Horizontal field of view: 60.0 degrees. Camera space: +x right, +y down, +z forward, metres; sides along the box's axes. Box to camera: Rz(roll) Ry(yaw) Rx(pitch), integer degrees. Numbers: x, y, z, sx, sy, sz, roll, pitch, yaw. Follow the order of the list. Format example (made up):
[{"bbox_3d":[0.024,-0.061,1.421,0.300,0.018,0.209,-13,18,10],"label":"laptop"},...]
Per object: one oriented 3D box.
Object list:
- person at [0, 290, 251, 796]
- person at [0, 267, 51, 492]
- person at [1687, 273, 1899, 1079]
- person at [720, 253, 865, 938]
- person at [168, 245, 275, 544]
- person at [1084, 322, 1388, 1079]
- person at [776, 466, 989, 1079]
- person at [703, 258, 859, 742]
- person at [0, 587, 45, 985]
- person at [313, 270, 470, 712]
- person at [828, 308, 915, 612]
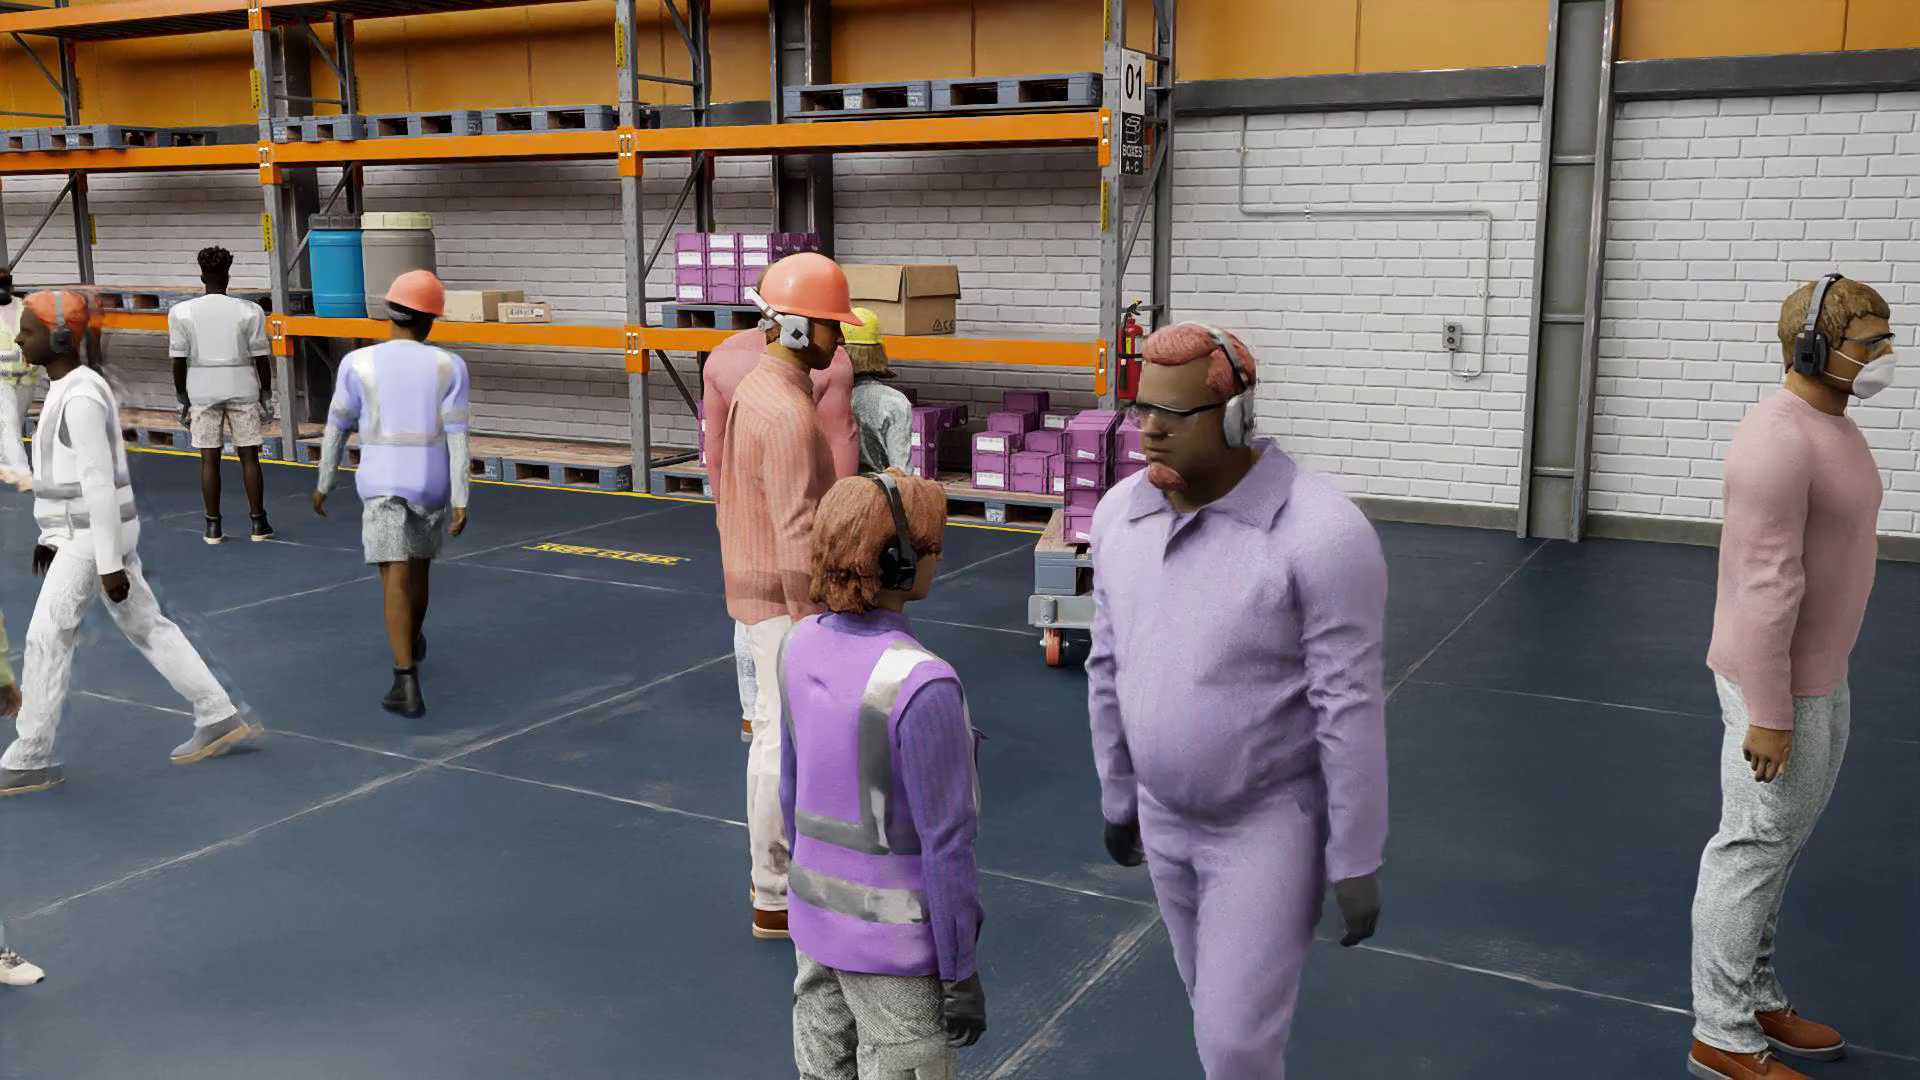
[{"bbox_3d":[-3.190,-0.002,6.166,0.990,1.843,0.571,-5,11,-25],"label":"person"},{"bbox_3d":[-7.650,-1.297,13.388,1.000,1.793,0.624,6,12,32],"label":"person"},{"bbox_3d":[1.969,0.348,3.940,0.359,1.938,0.635,8,13,37],"label":"person"},{"bbox_3d":[-0.475,0.175,4.795,0.411,1.980,0.629,-3,11,-15],"label":"person"},{"bbox_3d":[-4.872,-0.955,11.015,0.612,1.963,0.361,-4,11,-20],"label":"person"},{"bbox_3d":[0.464,0.533,3.144,0.673,1.872,0.673,-8,13,-37],"label":"person"},{"bbox_3d":[-0.138,0.694,2.868,0.310,1.642,0.514,-8,13,-36],"label":"person"},{"bbox_3d":[-0.698,-0.140,6.625,0.636,1.936,0.355,3,11,17],"label":"person"},{"bbox_3d":[-2.714,0.368,4.328,0.324,1.769,0.528,5,12,26],"label":"person"},{"bbox_3d":[-2.479,-0.237,7.310,0.649,1.874,0.992,-5,11,-24],"label":"person"},{"bbox_3d":[-0.412,-0.078,6.838,0.485,1.737,0.320,3,11,17],"label":"person"}]
